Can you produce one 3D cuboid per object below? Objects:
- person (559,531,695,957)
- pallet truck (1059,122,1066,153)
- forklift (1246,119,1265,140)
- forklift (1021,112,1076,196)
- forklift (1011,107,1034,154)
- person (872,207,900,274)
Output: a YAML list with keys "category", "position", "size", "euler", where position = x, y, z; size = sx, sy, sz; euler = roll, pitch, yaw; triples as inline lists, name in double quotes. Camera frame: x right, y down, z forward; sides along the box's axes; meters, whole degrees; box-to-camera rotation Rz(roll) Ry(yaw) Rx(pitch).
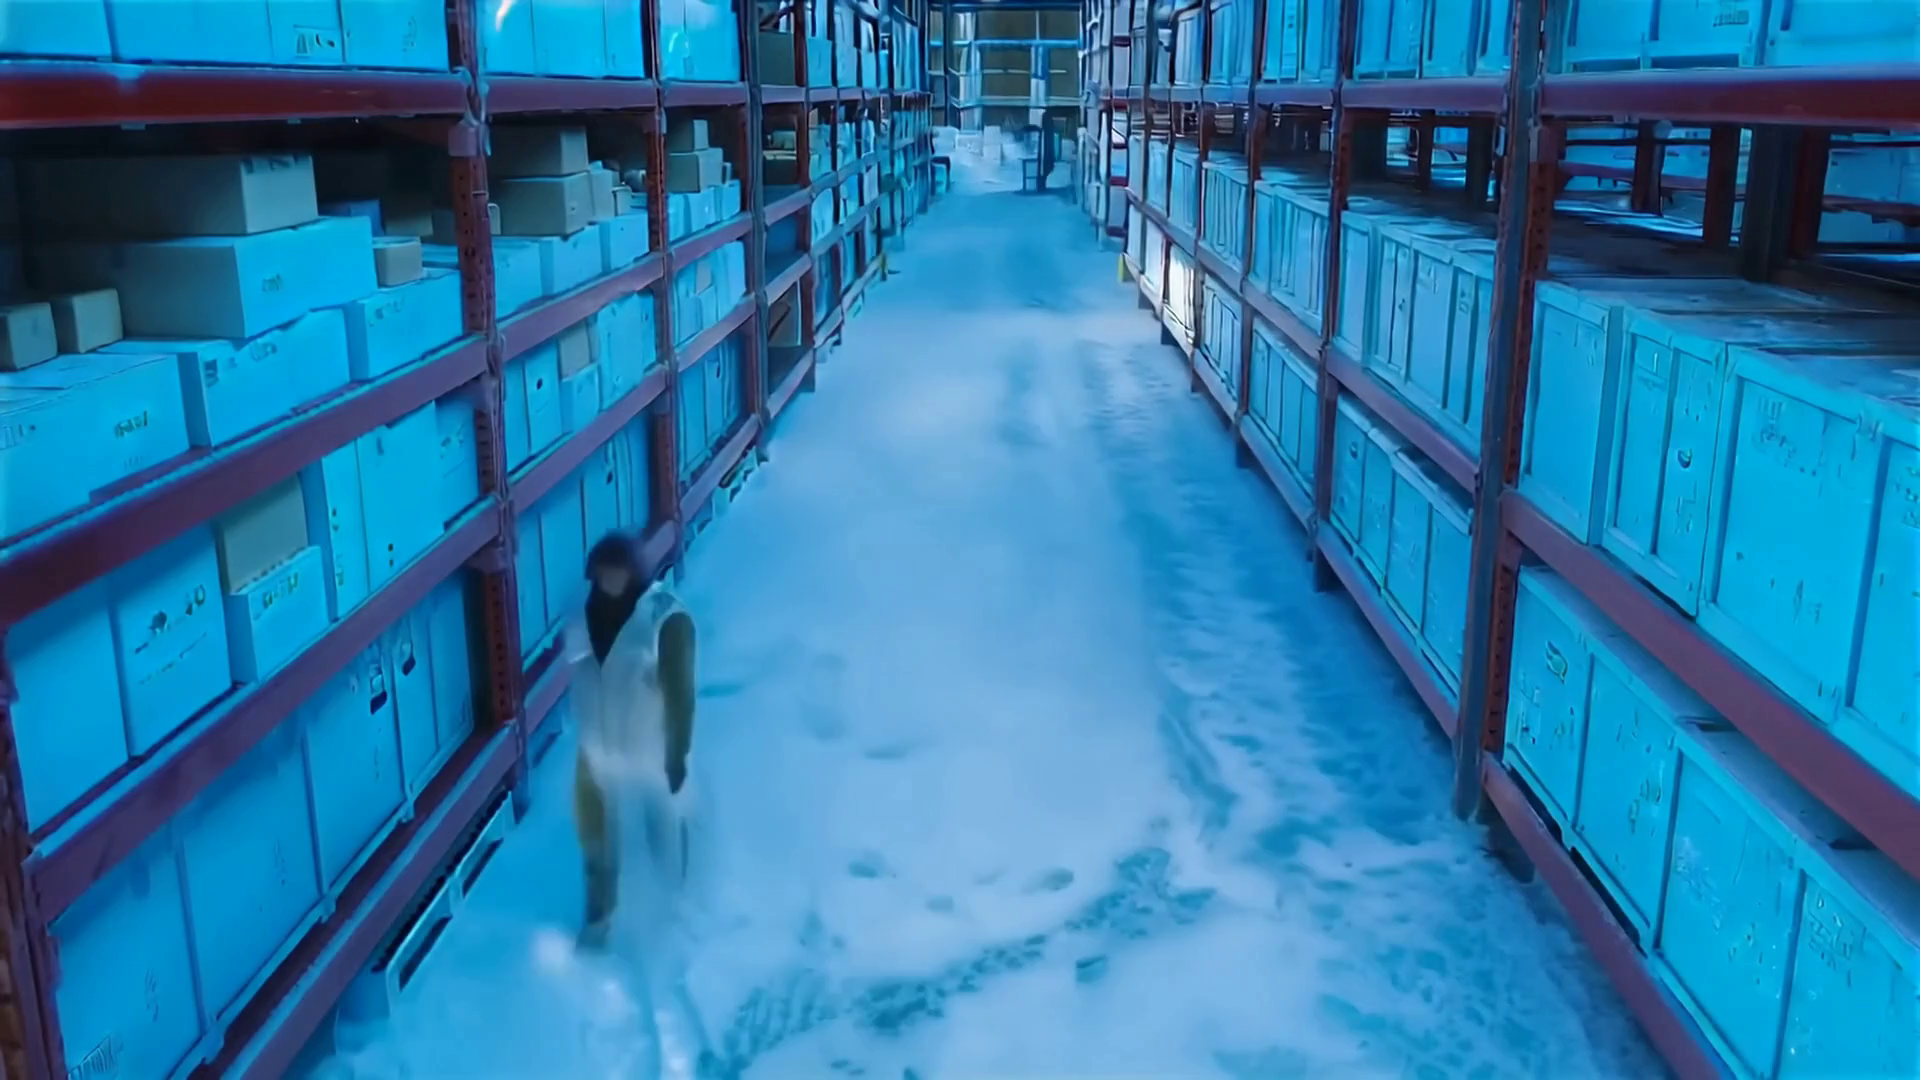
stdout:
- category: "person"
  position: [-1.355, 0.818, 6.798]
  size: [0.646, 1.797, 0.804]
  euler: [5, 16, 18]
- category: "pallet truck"
  position: [5.788, -21.111, 88.014]
  size: [1.885, 1.965, 0.823]
  euler: [5, 16, 18]
- category: "forklift"
  position: [7.709, -9.608, 43.539]
  size: [1.873, 2.768, 1.129]
  euler: [1, 15, 4]
- category: "forklift"
  position: [3.027, -13.166, 56.777]
  size: [1.873, 2.768, 1.129]
  euler: [0, 15, 2]
- category: "forklift"
  position: [2.868, -19.811, 81.503]
  size: [1.873, 2.768, 1.129]
  euler: [10, 18, 32]
- category: "person"
  position: [-1.729, -6.113, 32.491]
  size: [0.998, 1.864, 0.664]
  euler: [1, 15, 3]
